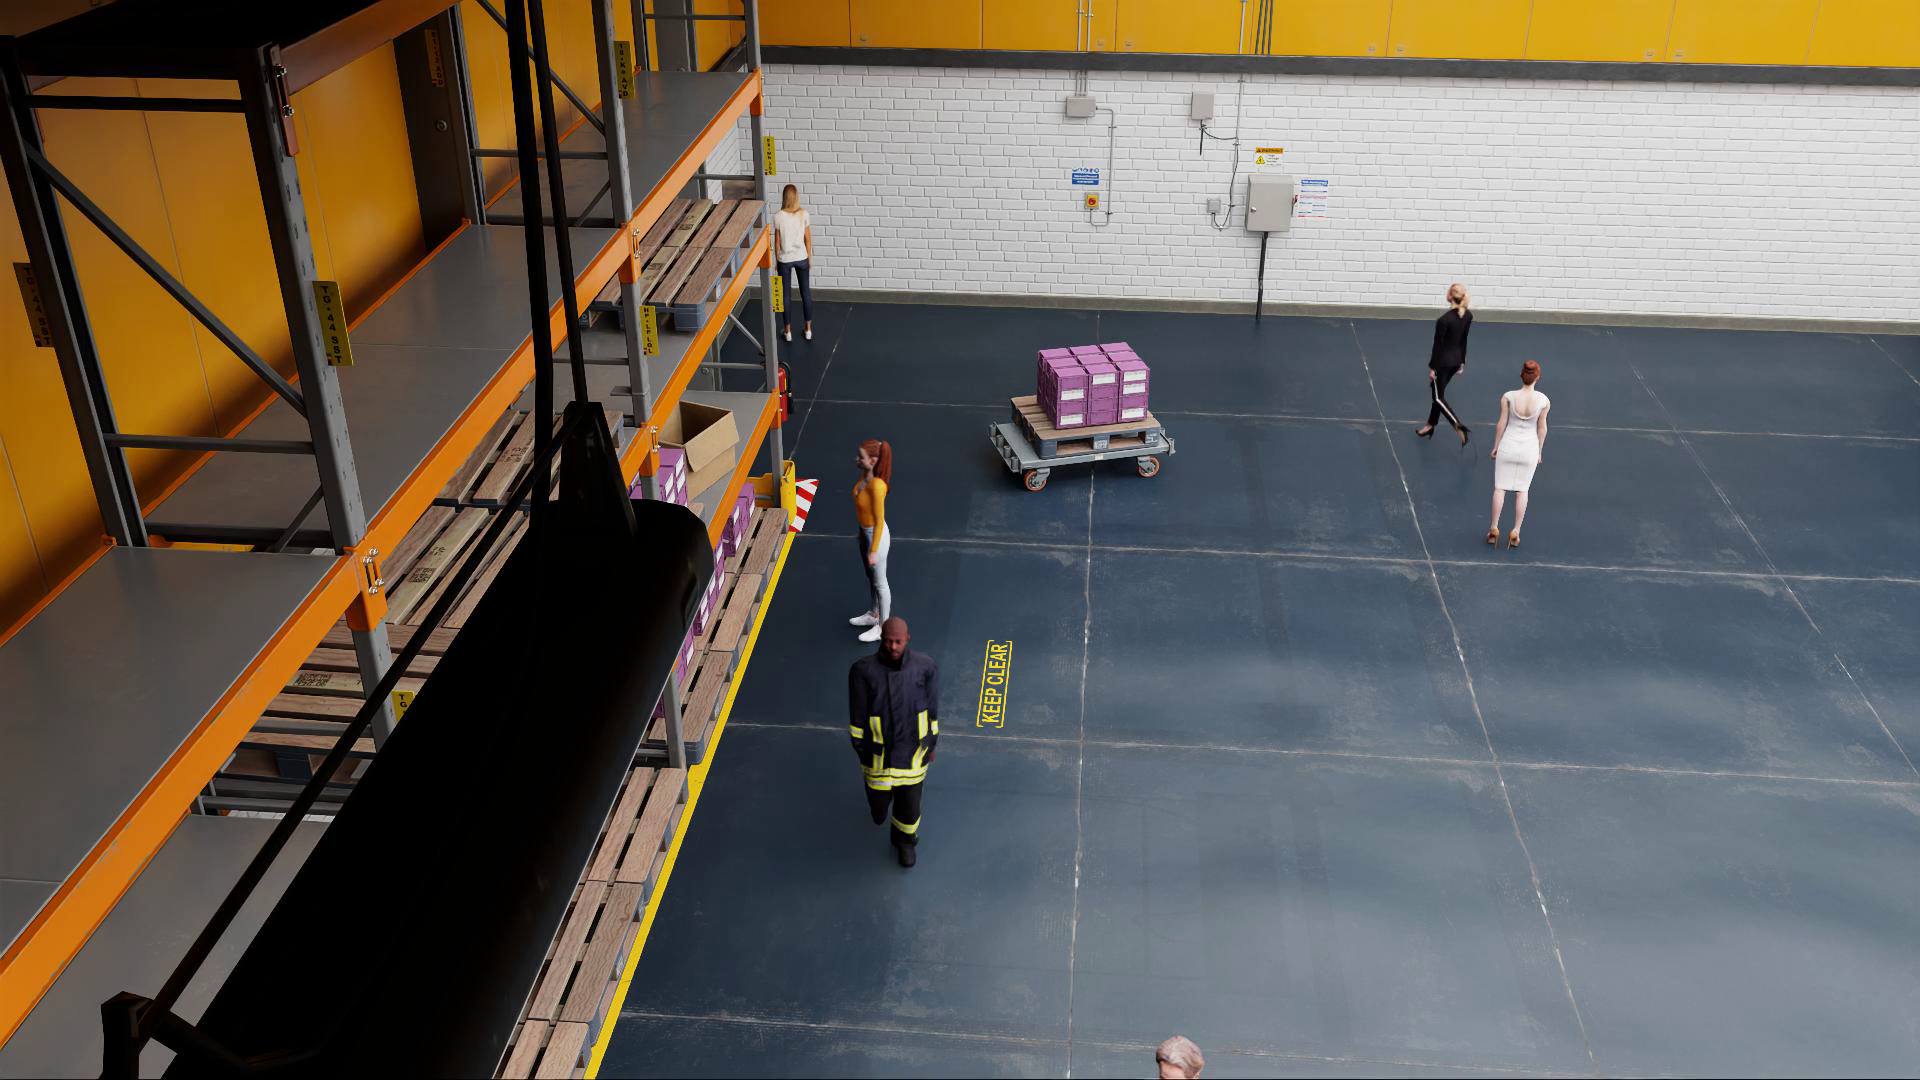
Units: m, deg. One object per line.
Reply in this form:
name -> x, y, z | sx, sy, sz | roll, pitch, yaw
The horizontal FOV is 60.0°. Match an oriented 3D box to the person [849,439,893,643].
person -> -0.684, -0.014, 13.228 | 0.724, 1.750, 0.609 | -7, 29, -13

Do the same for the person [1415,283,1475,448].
person -> 4.829, -1.673, 16.336 | 0.961, 1.686, 1.079 | -16, 33, -27

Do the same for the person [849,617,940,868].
person -> -0.427, 1.246, 10.856 | 0.853, 1.810, 0.976 | -4, 29, -7

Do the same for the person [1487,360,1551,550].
person -> 4.865, -0.753, 14.539 | 0.620, 1.793, 0.556 | 9, 30, 16

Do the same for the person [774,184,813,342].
person -> -1.891, -3.158, 18.930 | 0.643, 1.809, 0.638 | -9, 30, -16
